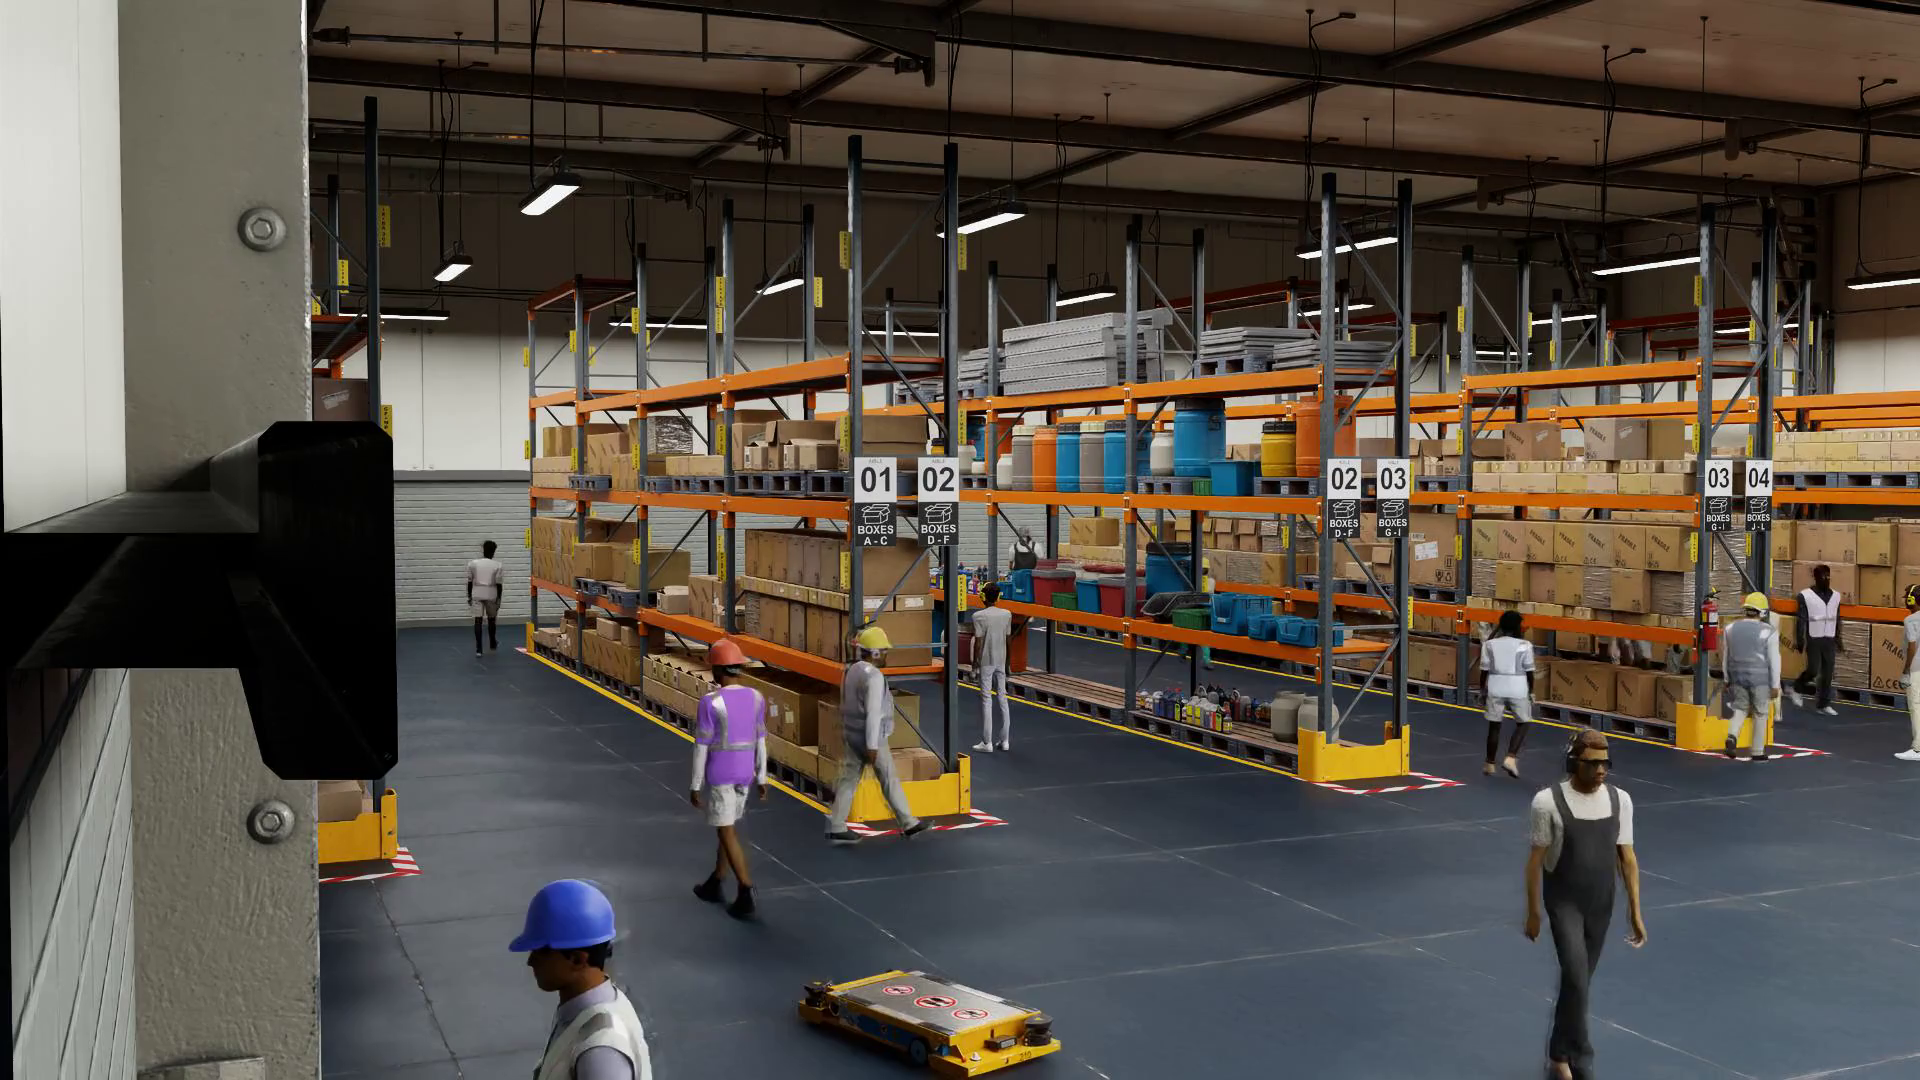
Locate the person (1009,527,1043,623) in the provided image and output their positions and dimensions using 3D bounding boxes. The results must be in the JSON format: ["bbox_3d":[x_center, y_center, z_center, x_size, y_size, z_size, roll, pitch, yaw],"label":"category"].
[{"bbox_3d":[1.324,0.694,35.998,0.682,2.000,1.067,0,2,2],"label":"person"}]

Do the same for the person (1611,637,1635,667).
[{"bbox_3d":[9.897,1.057,26.548,0.625,1.992,0.388,-1,2,-22],"label":"person"}]

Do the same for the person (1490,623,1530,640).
[{"bbox_3d":[8.116,1.113,26.474,0.636,1.911,0.689,1,3,31],"label":"person"}]

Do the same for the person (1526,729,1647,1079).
[{"bbox_3d":[3.086,1.834,8.740,0.505,1.808,0.840,0,2,-13],"label":"person"}]

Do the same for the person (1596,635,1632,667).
[{"bbox_3d":[9.103,1.105,25.015,0.646,2.013,0.854,0,2,-9],"label":"person"}]

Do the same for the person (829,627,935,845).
[{"bbox_3d":[-0.685,1.610,14.784,0.915,1.780,0.621,-1,2,-26],"label":"person"}]

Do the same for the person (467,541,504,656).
[{"bbox_3d":[-7.942,0.966,30.027,0.628,1.891,1.034,0,2,-8],"label":"person"}]

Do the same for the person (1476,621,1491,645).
[{"bbox_3d":[8.167,1.062,28.015,0.600,1.862,0.578,-1,2,-20],"label":"person"}]

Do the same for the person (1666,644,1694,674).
[{"bbox_3d":[9.409,1.242,23.294,0.607,1.868,1.004,-1,2,-20],"label":"person"}]

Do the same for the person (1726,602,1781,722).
[{"bbox_3d":[9.877,1.425,22.161,0.515,1.586,0.861,0,2,-12],"label":"person"}]

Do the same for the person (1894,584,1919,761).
[{"bbox_3d":[10.192,1.405,19.101,0.516,1.871,0.325,-1,3,-32],"label":"person"}]

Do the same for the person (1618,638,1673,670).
[{"bbox_3d":[8.772,1.202,22.788,0.637,1.987,1.028,-1,2,-24],"label":"person"}]

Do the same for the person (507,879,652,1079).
[{"bbox_3d":[-1.146,1.913,5.045,0.635,1.928,0.619,0,2,-9],"label":"person"}]

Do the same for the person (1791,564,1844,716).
[{"bbox_3d":[10.891,1.250,22.731,0.601,1.901,0.585,0,2,-12],"label":"person"}]

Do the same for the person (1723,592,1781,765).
[{"bbox_3d":[8.262,1.445,18.720,0.522,1.812,0.609,-2,3,-40],"label":"person"}]

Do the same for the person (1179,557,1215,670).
[{"bbox_3d":[3.710,1.127,27.932,0.535,1.747,0.727,-1,2,-23],"label":"person"}]

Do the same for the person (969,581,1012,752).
[{"bbox_3d":[0.337,1.383,19.660,0.518,1.874,0.330,-1,3,-29],"label":"person"}]

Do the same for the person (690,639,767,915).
[{"bbox_3d":[-1.634,1.644,12.588,0.900,1.899,0.560,2,3,44],"label":"person"}]

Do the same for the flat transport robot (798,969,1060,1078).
[{"bbox_3d":[-0.191,2.574,9.684,0.652,0.197,1.431,-2,3,-42],"label":"flat transport robot"}]

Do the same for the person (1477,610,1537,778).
[{"bbox_3d":[5.457,1.543,17.907,0.588,1.682,0.390,1,3,33],"label":"person"}]

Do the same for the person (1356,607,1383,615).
[{"bbox_3d":[6.677,1.154,29.212,0.526,1.580,0.866,0,2,-7],"label":"person"}]
